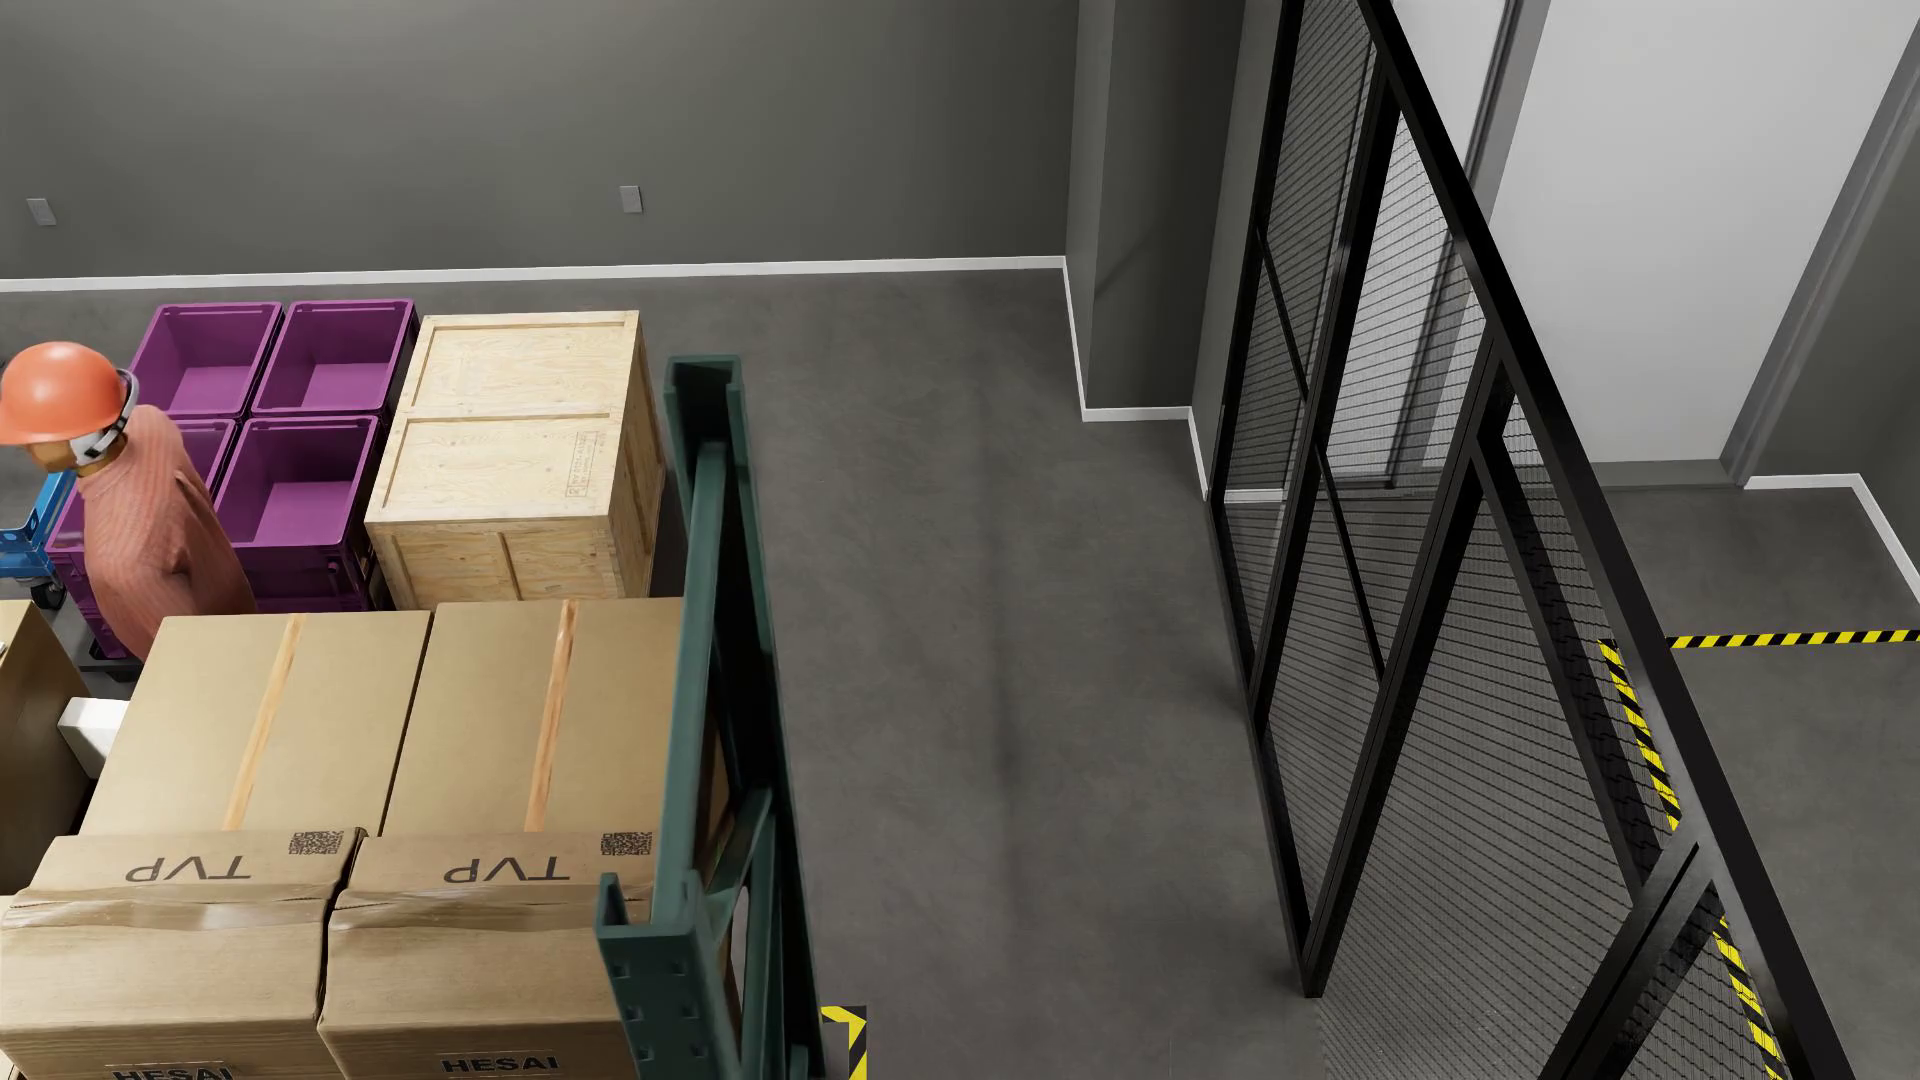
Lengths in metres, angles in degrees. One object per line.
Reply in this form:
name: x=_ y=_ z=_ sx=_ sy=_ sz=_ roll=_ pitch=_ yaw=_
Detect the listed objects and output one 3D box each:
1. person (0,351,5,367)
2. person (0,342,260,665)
person: x=-4.038 y=-1.270 z=5.970 sx=0.373 sy=1.940 sz=0.629 roll=-3 pitch=46 yaw=-3
person: x=-2.058 y=0.259 z=4.468 sx=0.382 sy=1.995 sz=0.622 roll=-12 pitch=48 yaw=-11
